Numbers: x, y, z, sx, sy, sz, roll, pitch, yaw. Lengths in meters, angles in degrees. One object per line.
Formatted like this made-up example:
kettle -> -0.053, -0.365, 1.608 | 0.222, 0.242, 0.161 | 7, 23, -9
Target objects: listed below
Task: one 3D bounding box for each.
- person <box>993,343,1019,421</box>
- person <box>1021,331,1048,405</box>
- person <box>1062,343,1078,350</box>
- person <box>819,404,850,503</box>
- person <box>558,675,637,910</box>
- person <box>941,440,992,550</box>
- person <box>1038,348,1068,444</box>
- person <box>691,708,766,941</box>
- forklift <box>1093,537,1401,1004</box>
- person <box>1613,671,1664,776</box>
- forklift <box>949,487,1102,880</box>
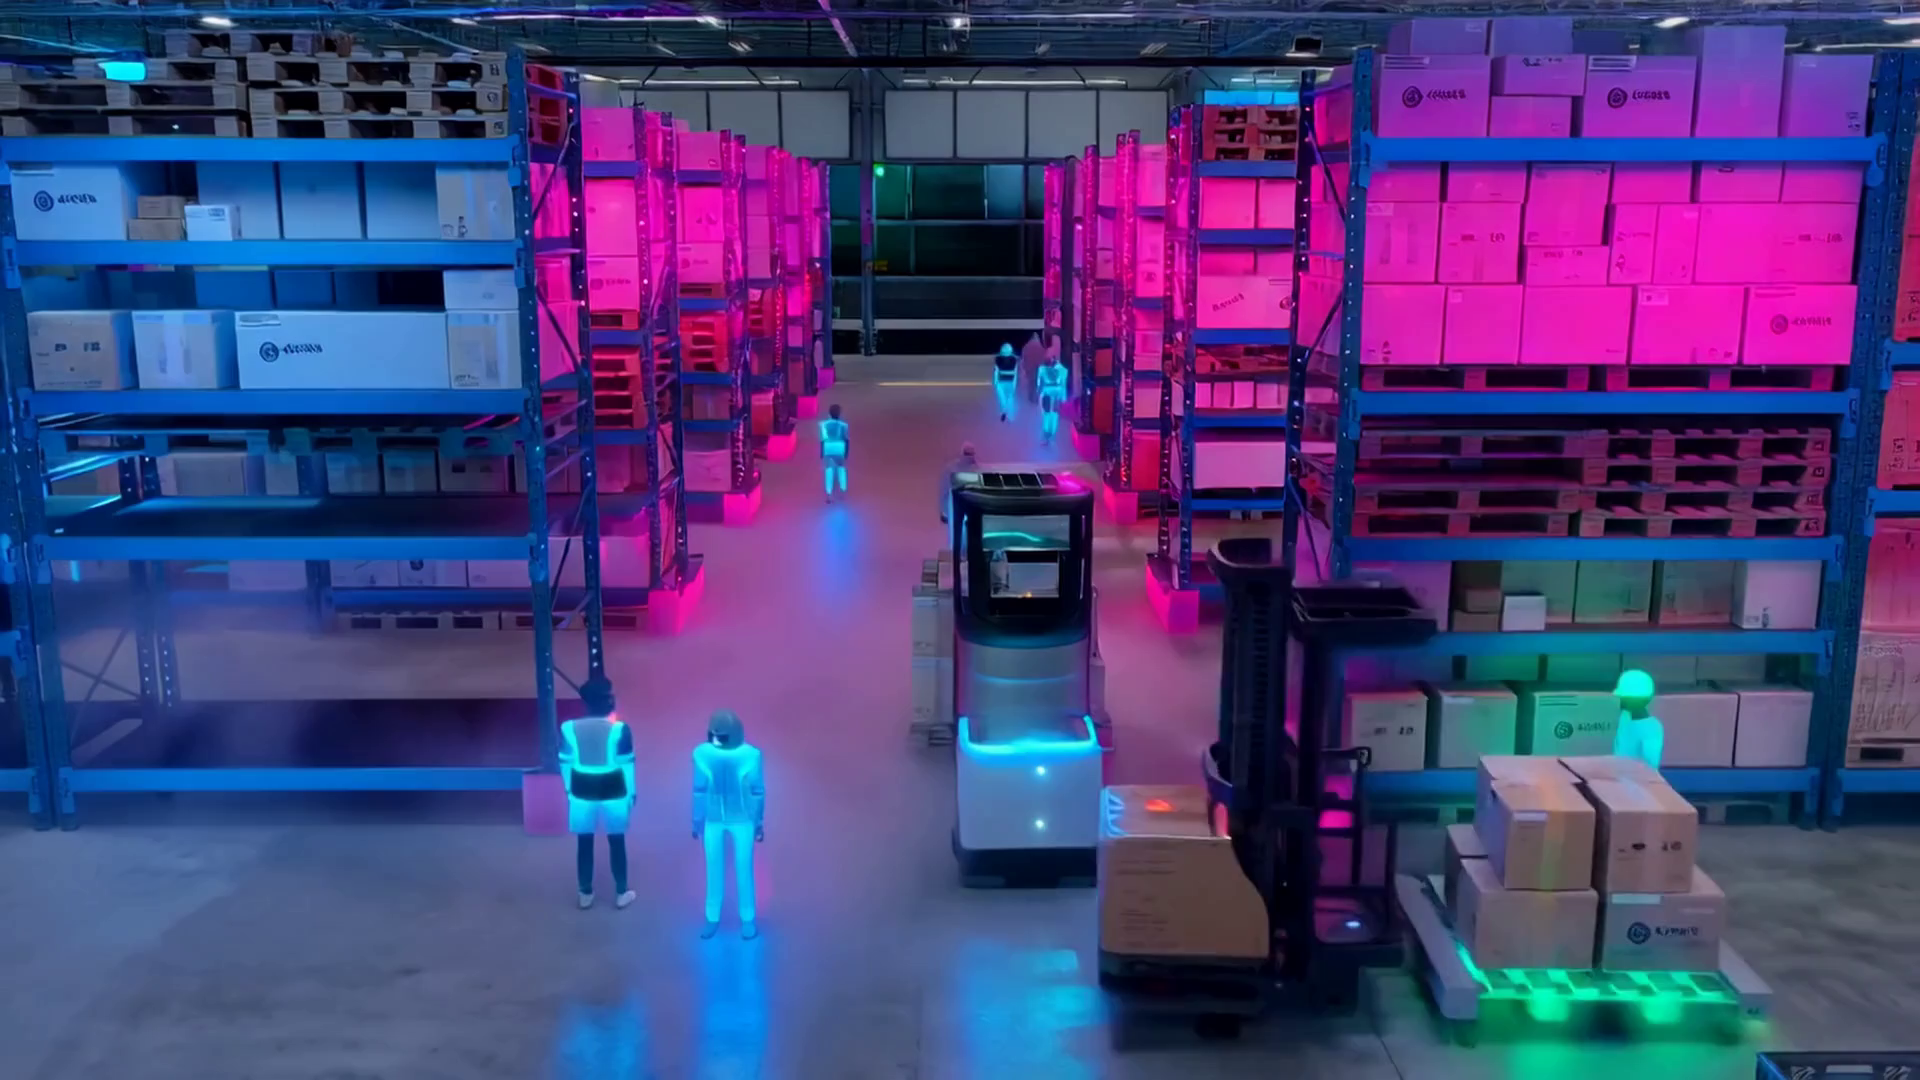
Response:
person -> 1.065, -3.637, 38.371 | 0.576, 1.820, 0.751 | -1, 11, -3
person -> 1.860, -4.312, 41.653 | 0.663, 1.856, 0.983 | 0, 11, 2
person -> 2.858, -4.478, 42.352 | 0.658, 1.889, 0.671 | 8, 14, 35
person -> -2.117, -1.481, 28.101 | 0.538, 1.646, 0.873 | 1, 11, 3
person -> -2.552, 1.790, 11.770 | 0.539, 1.695, 0.319 | 0, 11, 2
person -> 0.149, -0.385, 22.090 | 0.679, 1.873, 0.877 | -6, 13, -26
person -> 1.930, -2.988, 34.633 | 0.629, 2.020, 0.685 | 2, 12, 9
person -> -1.570, 1.923, 11.272 | 0.507, 1.632, 0.283 | 1, 11, 3
forklift -> 1.826, 1.421, 10.655 | 1.873, 2.768, 1.129 | 0, 11, 2
person -> 4.720, 1.779, 11.713 | 0.566, 1.749, 0.541 | -2, 12, -8
forklift -> 0.495, 0.986, 12.813 | 1.129, 2.768, 1.873 | 0, 11, -2
